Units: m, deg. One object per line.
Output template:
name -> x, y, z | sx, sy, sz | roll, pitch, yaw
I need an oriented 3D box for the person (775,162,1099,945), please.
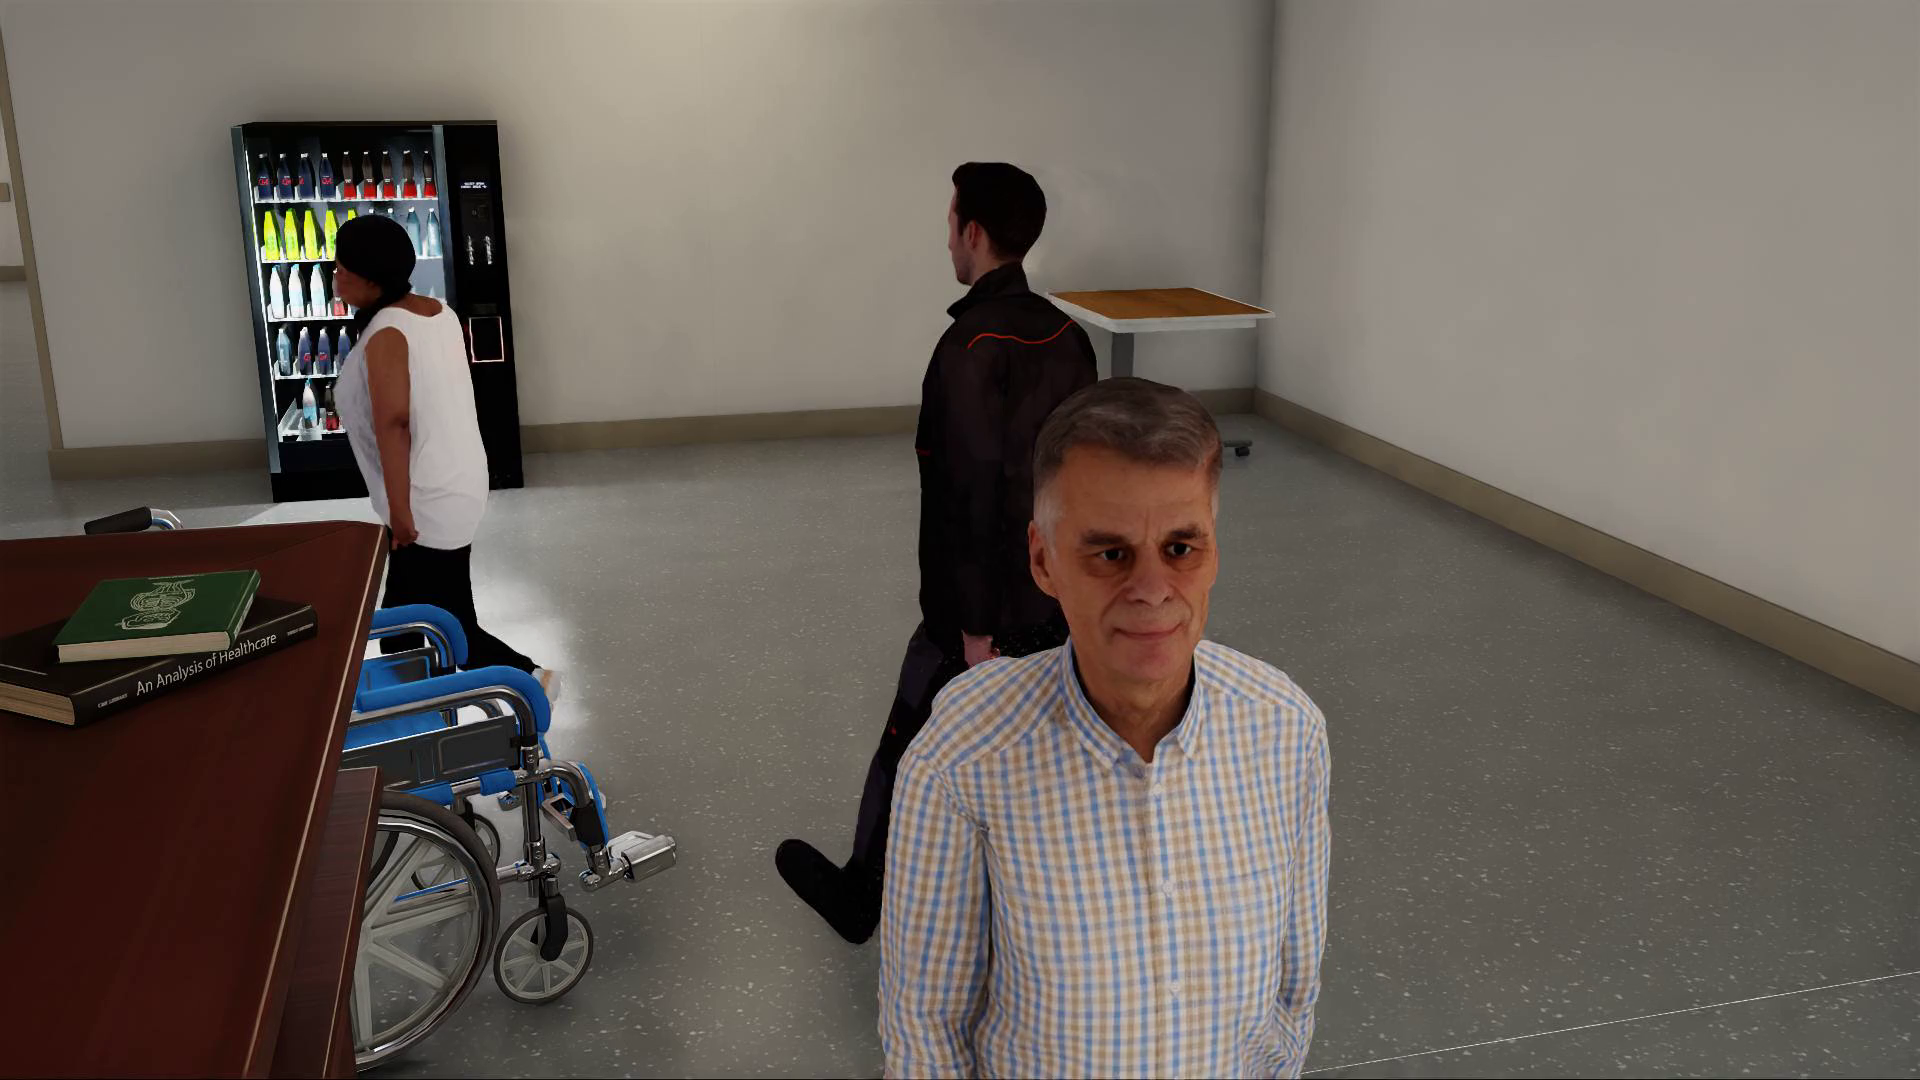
person -> 0.168, 0.182, 3.598 | 1.179, 1.856, 1.244 | 13, 20, 39

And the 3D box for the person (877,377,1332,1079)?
person -> 0.142, 0.699, 1.934 | 1.164, 1.765, 0.844 | -2, 16, -7

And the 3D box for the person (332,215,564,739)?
person -> -1.578, -0.132, 5.080 | 1.105, 1.656, 0.888 | 2, 16, 6
